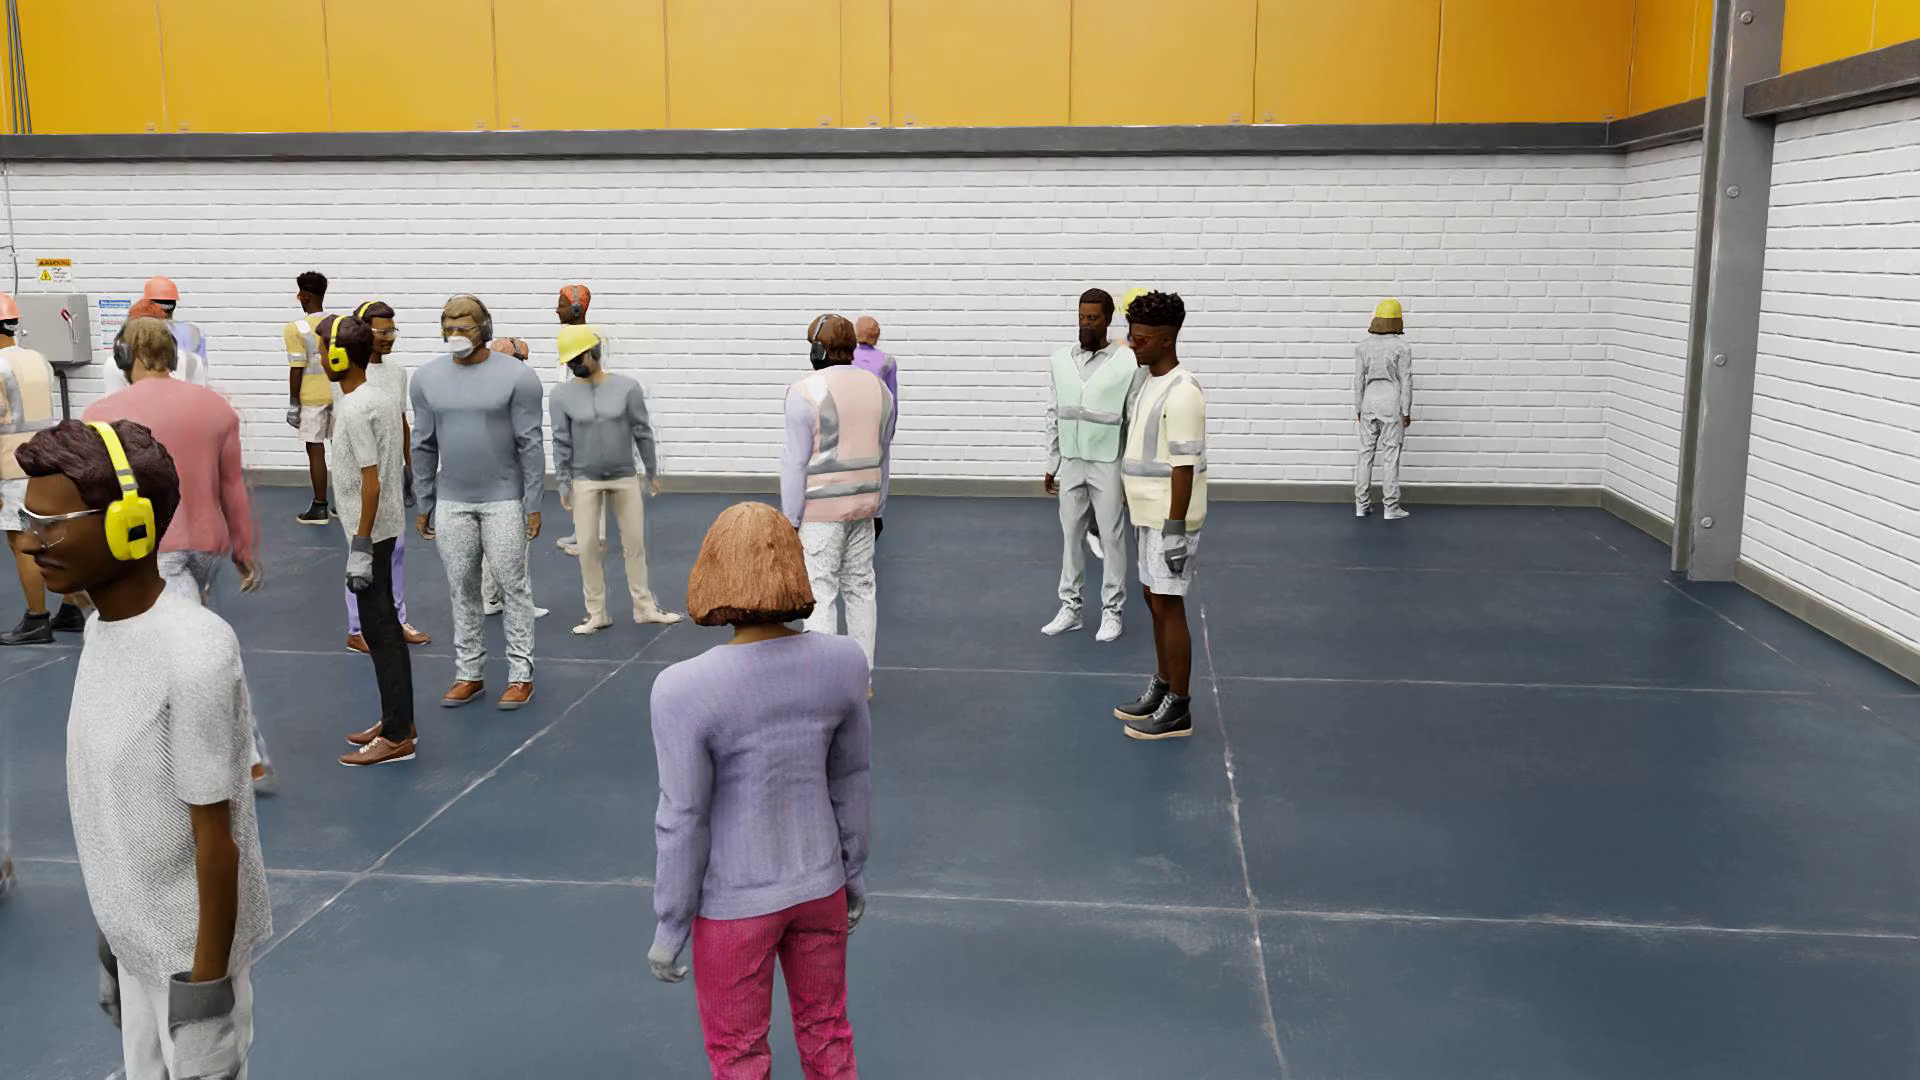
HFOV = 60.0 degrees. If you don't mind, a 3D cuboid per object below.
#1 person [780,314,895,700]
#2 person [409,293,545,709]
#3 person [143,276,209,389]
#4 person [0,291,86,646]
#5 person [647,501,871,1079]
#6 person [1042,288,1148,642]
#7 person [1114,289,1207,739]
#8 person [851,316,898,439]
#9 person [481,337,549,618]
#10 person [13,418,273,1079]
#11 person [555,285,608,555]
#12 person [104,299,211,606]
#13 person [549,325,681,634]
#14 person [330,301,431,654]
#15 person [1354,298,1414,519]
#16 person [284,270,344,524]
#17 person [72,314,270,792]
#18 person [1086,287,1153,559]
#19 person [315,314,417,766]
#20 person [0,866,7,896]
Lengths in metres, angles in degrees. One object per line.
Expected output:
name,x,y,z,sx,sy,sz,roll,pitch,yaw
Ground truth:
person,-0.586,-0.126,7.739,0.429,1.839,0.630,9,13,42
person,-2.235,-0.172,7.729,0.634,1.930,0.384,1,10,6
person,-5.729,-0.940,12.082,0.362,1.939,0.542,8,13,38
person,-5.119,-0.391,9.015,0.426,1.924,0.560,1,10,6
person,-0.394,0.735,3.367,0.507,1.632,0.268,-8,13,-39
person,0.734,-0.413,9.122,0.592,1.922,0.392,6,12,30
person,0.885,-0.109,7.286,0.376,1.958,0.607,-1,10,-6
person,-0.739,-0.894,12.700,0.567,1.629,0.464,-3,10,-14
person,-2.601,-0.349,9.587,0.508,1.629,0.318,5,11,28
person,-1.340,0.722,2.803,0.505,1.864,0.331,10,14,44
person,-2.667,-0.843,11.689,0.355,1.883,0.575,-4,11,-22
person,-4.734,-0.516,9.938,0.952,1.849,0.573,8,13,38
person,-1.898,-0.330,9.217,0.699,1.721,0.369,-3,10,-16
person,-3.086,-0.329,8.820,0.325,1.861,0.516,6,11,29
person,3.371,-1.040,13.218,0.490,1.743,0.298,8,13,40
person,-4.981,-1.107,12.959,0.367,1.967,0.606,6,11,29
person,-3.146,0.058,6.567,1.044,1.875,0.652,5,11,26
person,1.130,-0.747,11.127,0.926,1.891,0.588,9,13,42
person,-2.464,0.003,6.898,0.317,1.865,0.523,-2,10,-11
person,-3.236,0.347,4.876,0.617,1.891,1.017,1,10,5
